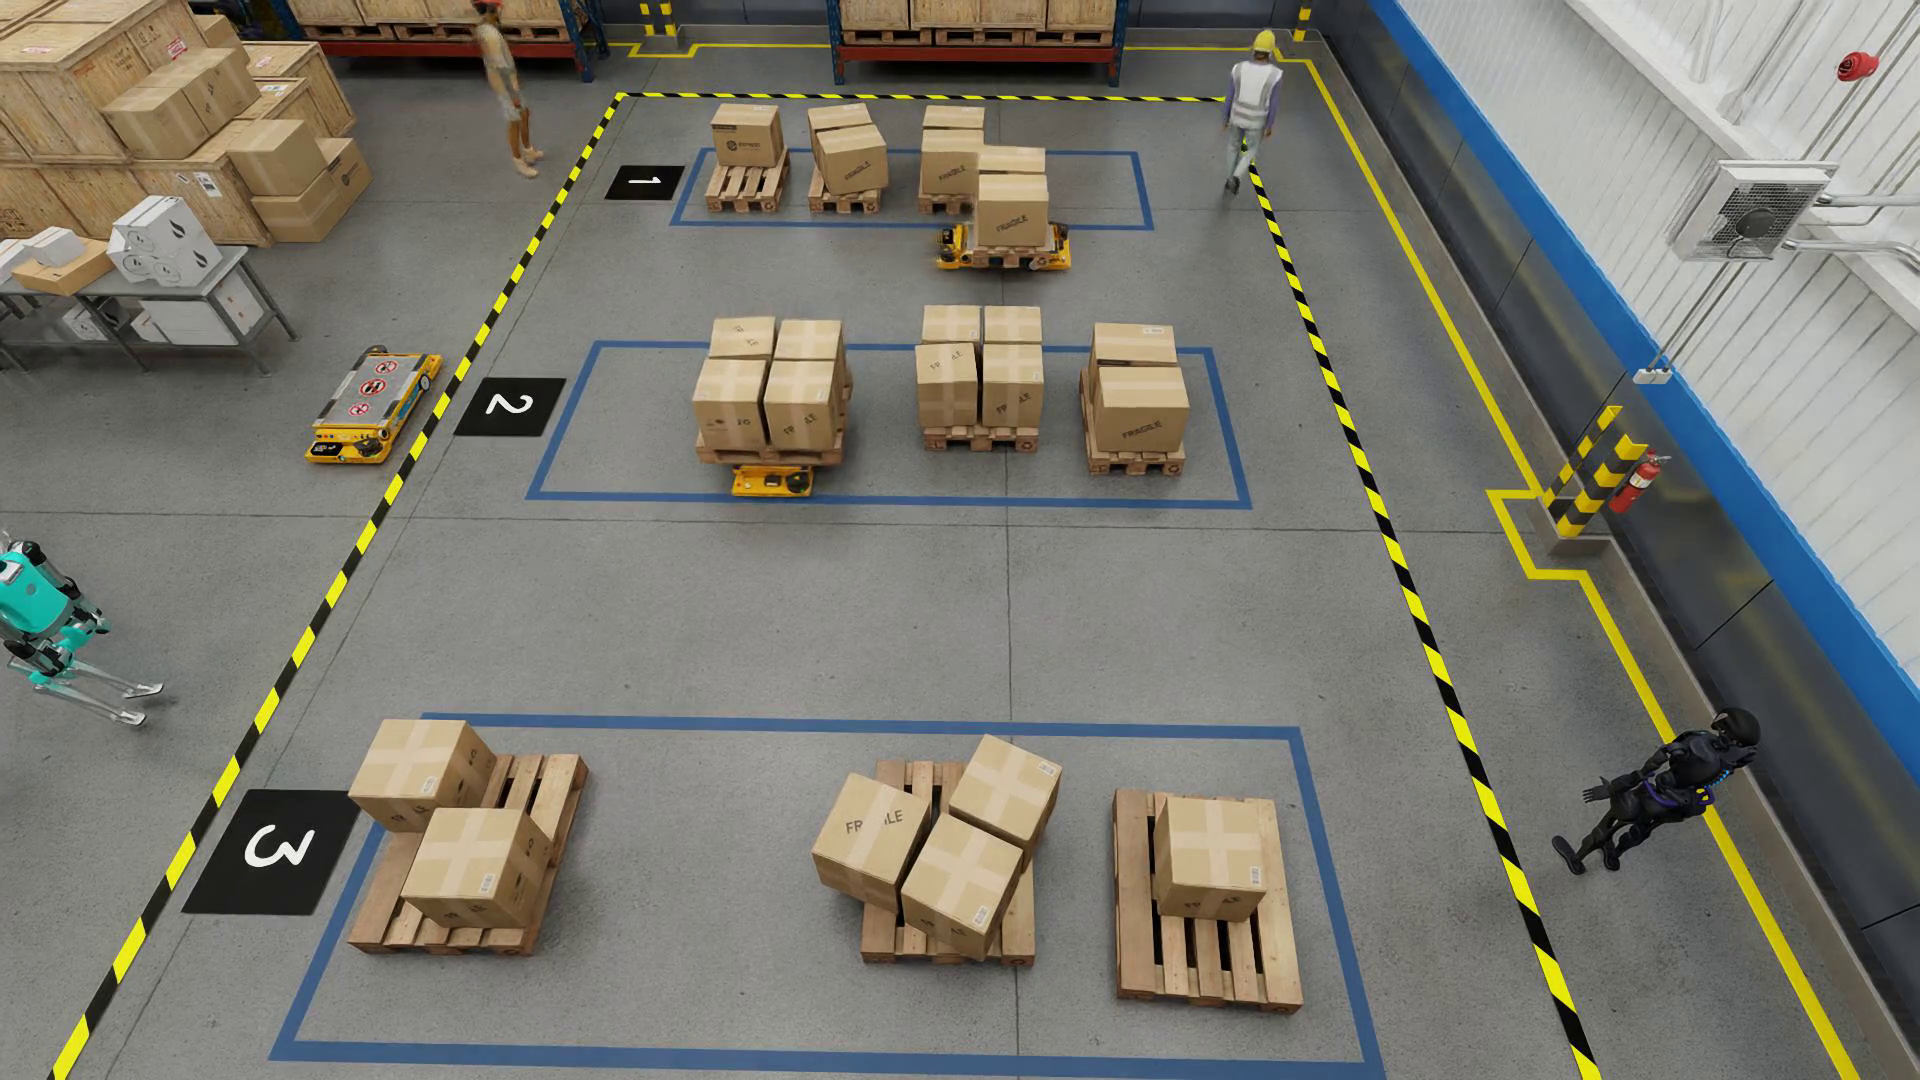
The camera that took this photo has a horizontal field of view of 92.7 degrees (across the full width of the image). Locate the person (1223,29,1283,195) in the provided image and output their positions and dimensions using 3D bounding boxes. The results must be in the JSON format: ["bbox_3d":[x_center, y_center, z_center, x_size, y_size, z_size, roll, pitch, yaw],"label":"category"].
[{"bbox_3d":[3.267,-4.798,10.409,0.611,1.818,0.491,26,55,21],"label":"person"}]

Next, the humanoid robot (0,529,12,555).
[{"bbox_3d":[-7.544,-0.321,6.721,0.530,1.775,1.032,-24,54,-19],"label":"humanoid robot"}]

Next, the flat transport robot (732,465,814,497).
[{"bbox_3d":[-1.589,-0.963,8.163,0.652,0.197,1.431,1,50,1],"label":"flat transport robot"}]

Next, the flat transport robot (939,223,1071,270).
[{"bbox_3d":[0.496,-3.254,10.102,1.431,0.197,0.652,1,50,1],"label":"flat transport robot"}]

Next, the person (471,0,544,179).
[{"bbox_3d":[-5.320,-5.318,10.741,0.513,1.995,0.679,-20,53,-16],"label":"person"}]

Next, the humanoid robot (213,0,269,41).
[{"bbox_3d":[-9.206,-6.474,11.927,0.369,1.644,0.584,0,50,0],"label":"humanoid robot"}]

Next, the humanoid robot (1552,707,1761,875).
[{"bbox_3d":[3.955,1.445,5.212,0.599,1.657,0.315,-1,50,-1],"label":"humanoid robot"}]

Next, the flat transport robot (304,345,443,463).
[{"bbox_3d":[-5.383,-1.269,8.441,0.659,0.231,1.431,1,50,1],"label":"flat transport robot"}]

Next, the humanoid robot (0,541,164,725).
[{"bbox_3d":[-5.855,0.605,5.805,0.735,1.677,0.533,0,50,0],"label":"humanoid robot"}]
